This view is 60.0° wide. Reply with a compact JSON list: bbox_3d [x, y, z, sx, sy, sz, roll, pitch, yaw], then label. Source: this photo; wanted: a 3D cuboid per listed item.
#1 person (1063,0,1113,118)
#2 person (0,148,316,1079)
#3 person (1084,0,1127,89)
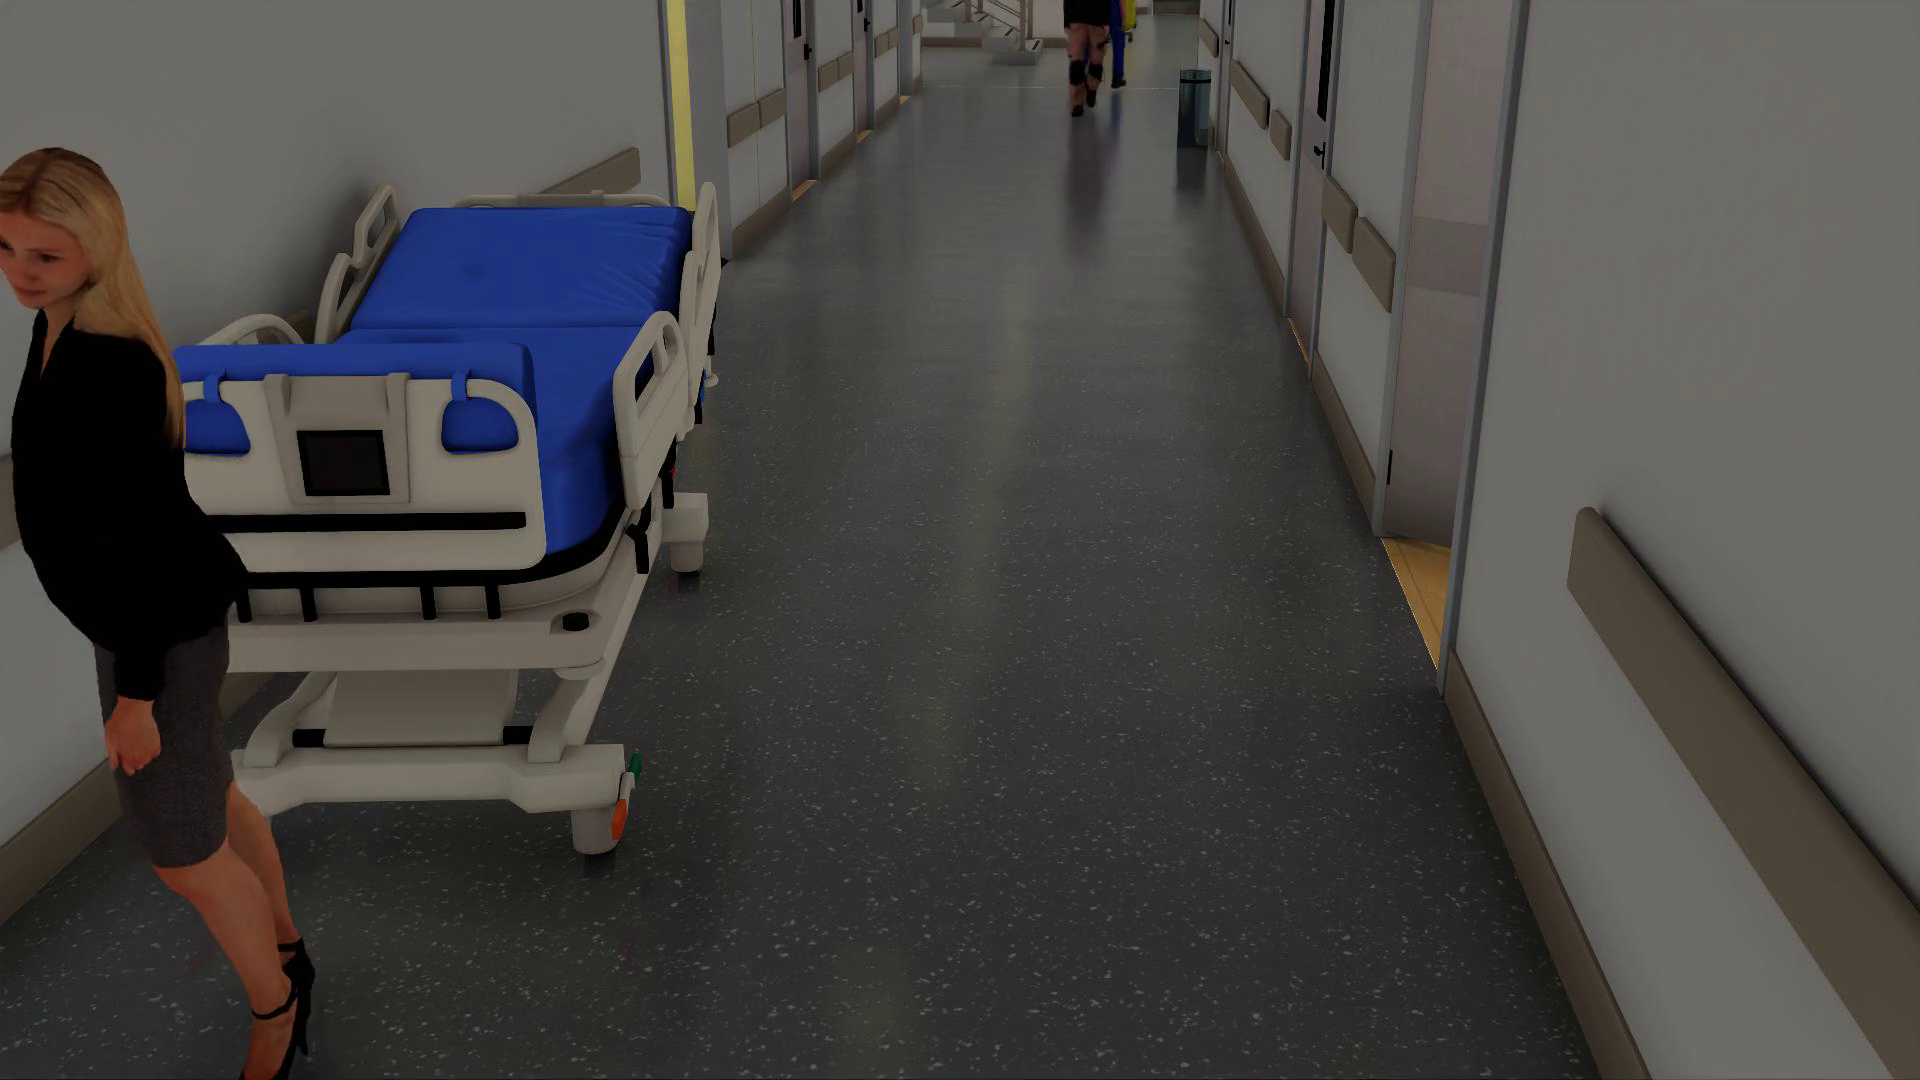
[{"bbox_3d":[1.411,-5.612,18.199,1.009,1.896,0.728,3,21,7],"label":"person"},{"bbox_3d":[-1.373,0.207,2.962,0.858,1.805,0.844,-8,22,-20],"label":"person"},{"bbox_3d":[1.785,-6.542,20.773,1.245,1.812,1.148,16,26,36],"label":"person"}]
